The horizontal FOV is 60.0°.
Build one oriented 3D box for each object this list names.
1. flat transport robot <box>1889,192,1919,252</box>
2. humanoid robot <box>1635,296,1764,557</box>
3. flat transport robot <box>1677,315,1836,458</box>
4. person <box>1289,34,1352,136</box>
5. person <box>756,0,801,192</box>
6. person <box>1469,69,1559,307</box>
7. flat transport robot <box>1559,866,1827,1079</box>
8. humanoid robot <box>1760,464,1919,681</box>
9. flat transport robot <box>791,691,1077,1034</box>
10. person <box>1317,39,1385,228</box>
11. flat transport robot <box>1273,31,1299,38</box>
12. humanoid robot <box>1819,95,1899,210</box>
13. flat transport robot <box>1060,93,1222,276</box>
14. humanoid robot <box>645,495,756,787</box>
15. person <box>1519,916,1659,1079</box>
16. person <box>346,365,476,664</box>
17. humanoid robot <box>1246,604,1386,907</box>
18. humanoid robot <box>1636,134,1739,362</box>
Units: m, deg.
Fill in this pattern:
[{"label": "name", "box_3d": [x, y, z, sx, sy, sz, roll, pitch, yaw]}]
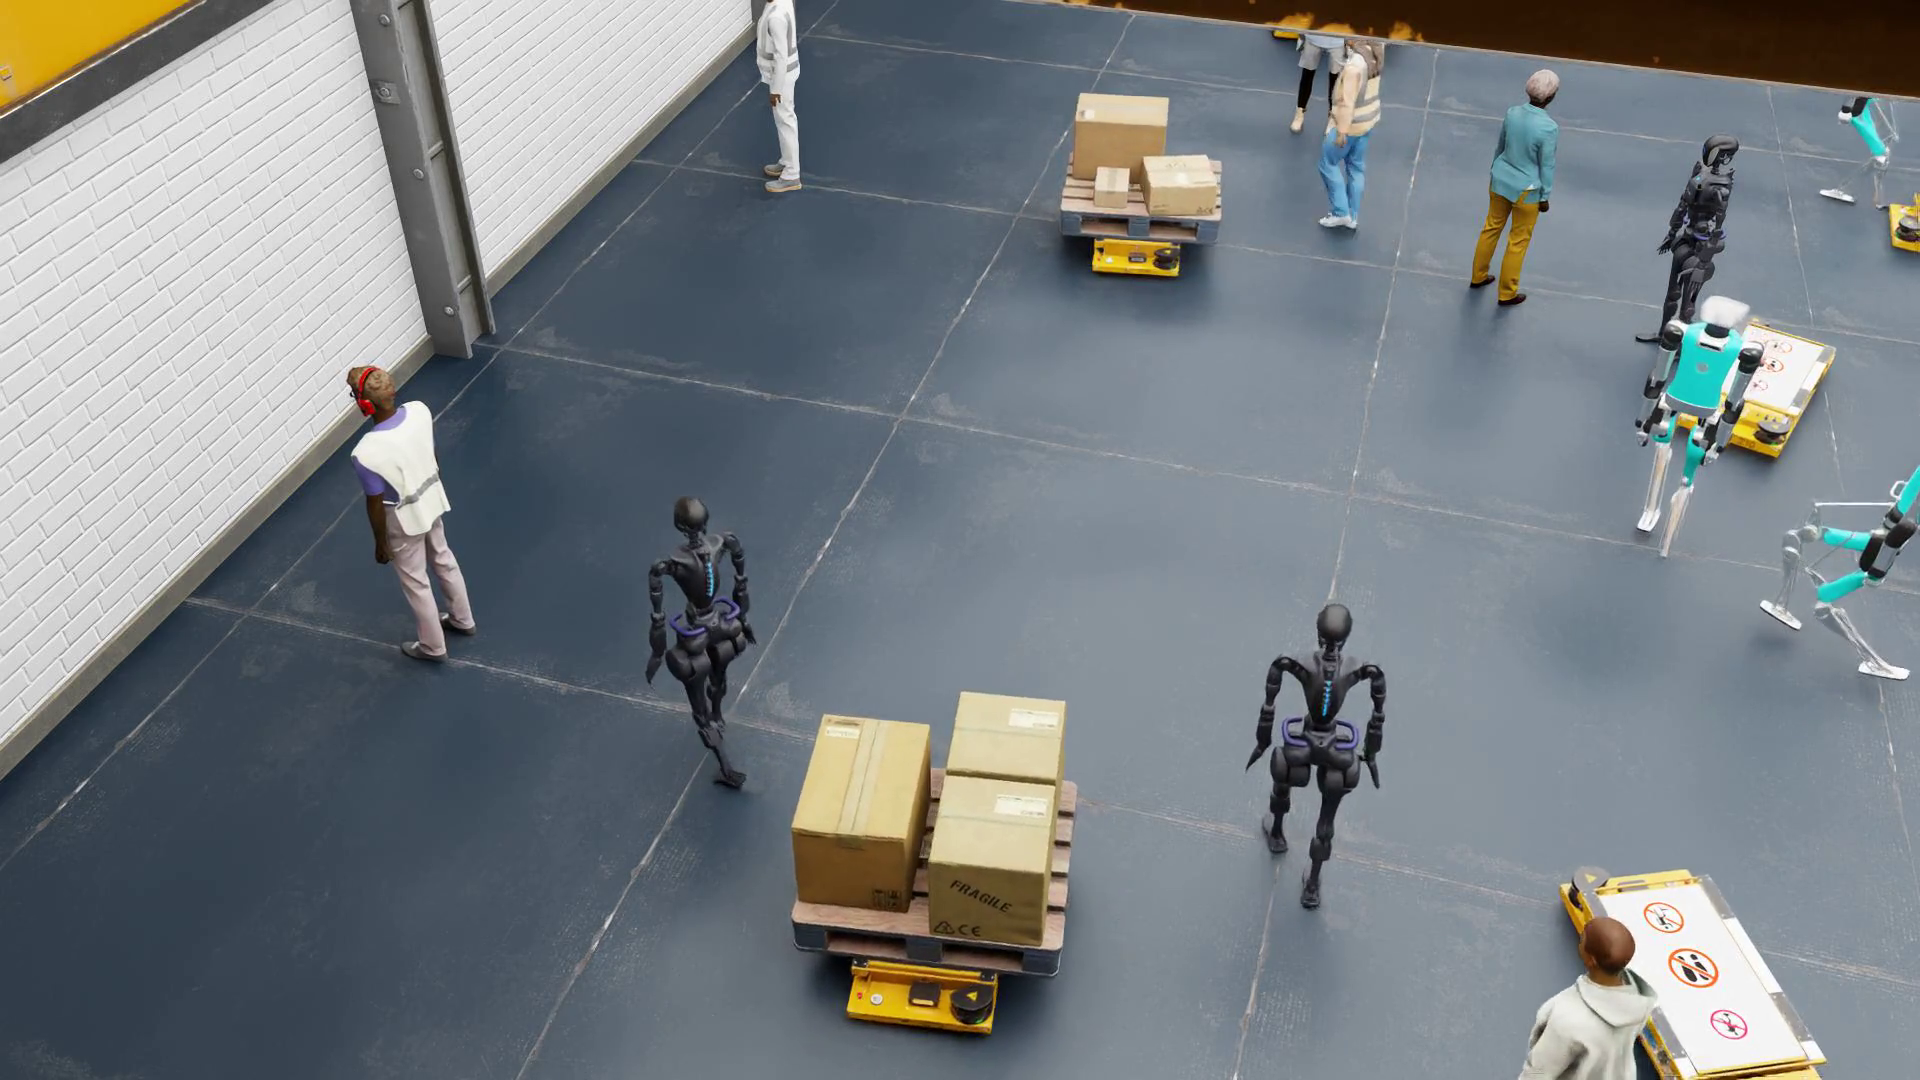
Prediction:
[{"label": "flat transport robot", "box_3d": [8.054, -2.377, 12.961, 1.431, 0.231, 0.659, 14, 41, 16]}, {"label": "humanoid robot", "box_3d": [4.273, -0.701, 9.753, 0.540, 1.835, 0.746, 21, 43, 24]}, {"label": "flat transport robot", "box_3d": [5.455, -1.070, 11.336, 0.659, 0.231, 1.431, 24, 45, 27]}, {"label": "person", "box_3d": [3.123, -4.265, 14.177, 0.532, 1.688, 0.321, 15, 41, 18]}, {"label": "person", "box_3d": [-1.464, -3.726, 13.352, 0.356, 1.882, 0.574, -3, 39, -3]}, {"label": "person", "box_3d": [4.027, -2.531, 11.977, 0.342, 1.749, 0.530, -21, 43, -24]}, {"label": "flat transport robot", "box_3d": [3.305, 2.052, 7.452, 0.659, 0.231, 1.431, -5, 39, -7]}, {"label": "humanoid robot", "box_3d": [4.798, -0.042, 8.904, 1.038, 1.750, 0.540, 27, 46, 30]}, {"label": "flat transport robot", "box_3d": [-0.089, 1.672, 7.924, 0.659, 0.231, 1.431, 5, 39, 6]}, {"label": "person", "box_3d": [3.018, -3.235, 12.861, 0.420, 1.687, 0.498, 27, 46, 30]}, {"label": "flat transport robot", "box_3d": [3.794, -5.159, 16.421, 1.431, 0.231, 0.659, 2, 39, 2]}, {"label": "humanoid robot", "box_3d": [7.272, -3.385, 13.134, 0.788, 1.895, 0.539, 27, 46, 30]}, {"label": "flat transport robot", "box_3d": [1.426, -2.518, 13.136, 0.659, 0.231, 1.431, 5, 39, 6]}, {"label": "humanoid robot", "box_3d": [-1.298, 0.485, 8.311, 0.608, 1.651, 0.655, -26, 46, -29]}, {"label": "person", "box_3d": [2.329, 2.098, 6.209, 0.548, 1.744, 0.528, -24, 45, -27]}, {"label": "person", "box_3d": [-2.931, -0.123, 8.911, 0.393, 1.837, 0.557, 12, 40, 15]}, {"label": "humanoid robot", "box_3d": [1.653, 0.962, 7.693, 0.616, 1.636, 0.534, 5, 39, 6]}, {"label": "humanoid robot", "box_3d": [4.994, -1.984, 11.337, 0.315, 1.657, 0.599, -1, 39, -2]}]
